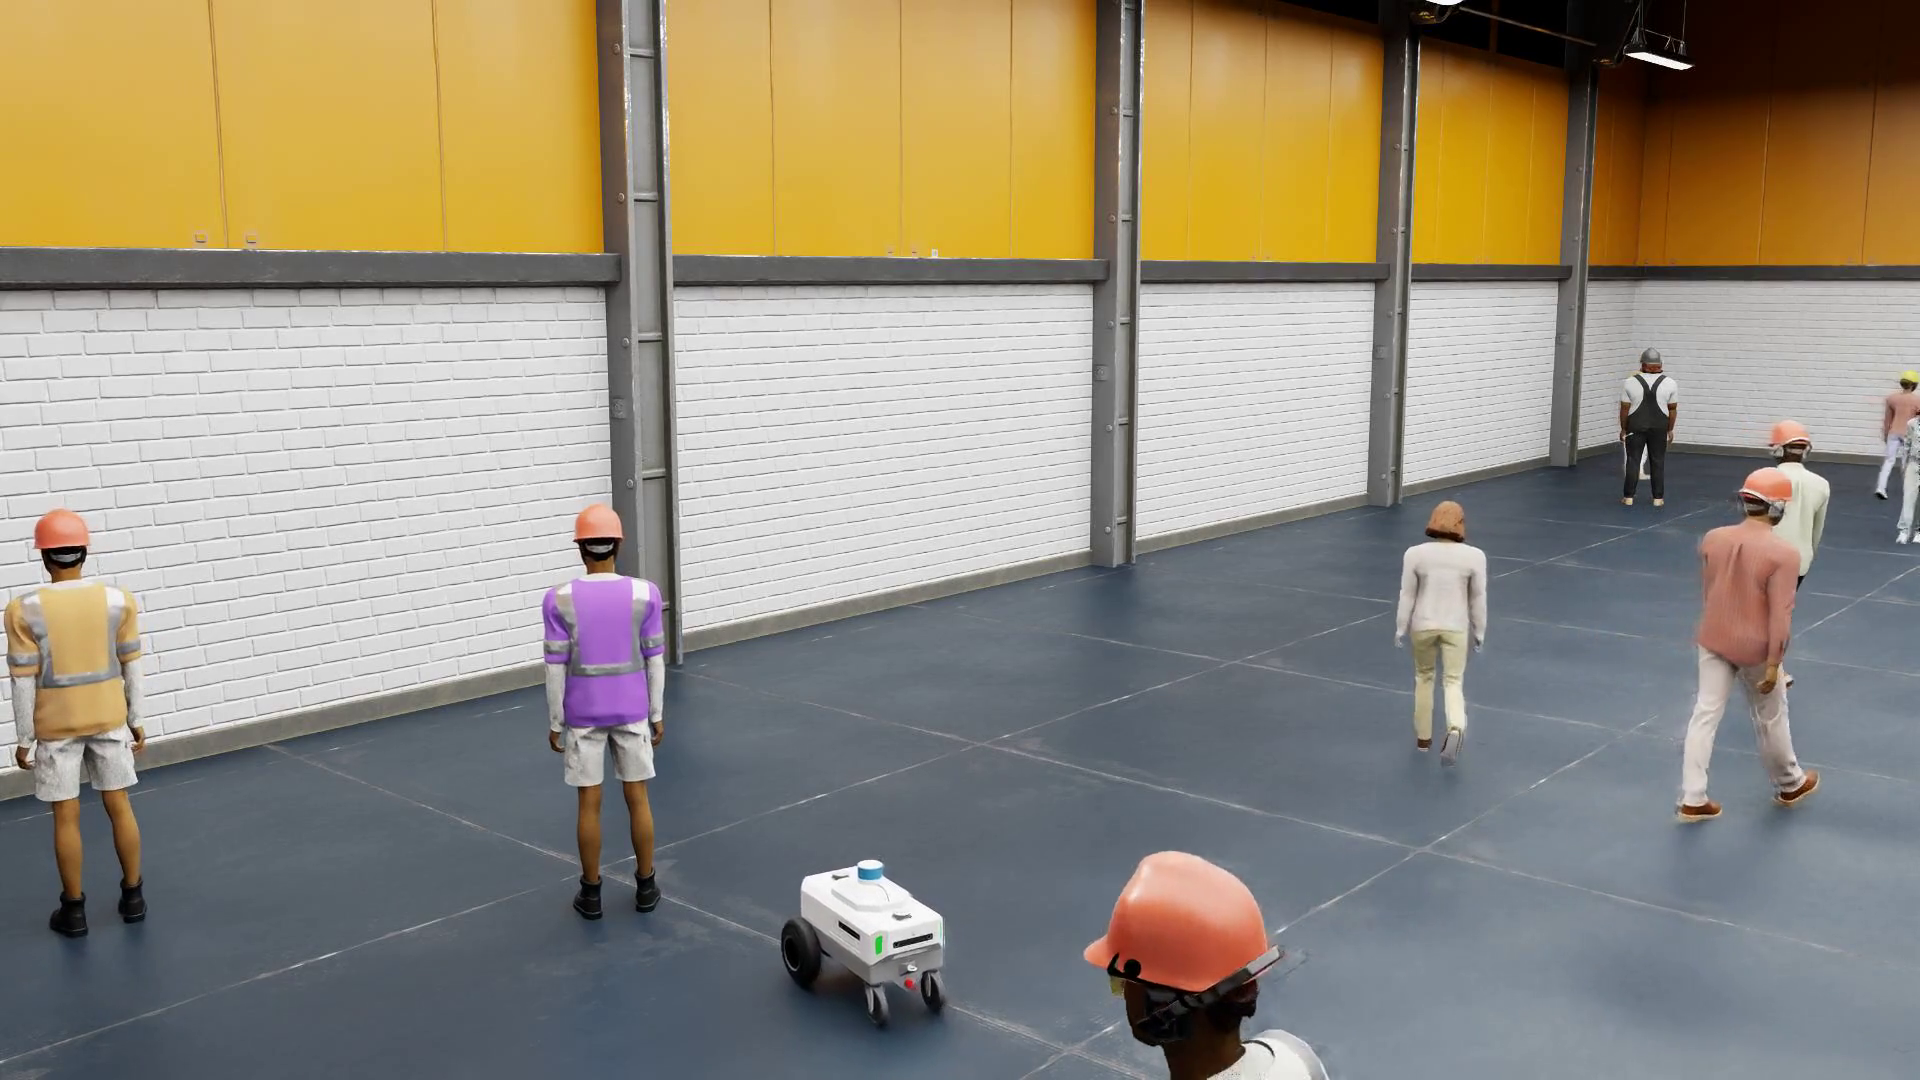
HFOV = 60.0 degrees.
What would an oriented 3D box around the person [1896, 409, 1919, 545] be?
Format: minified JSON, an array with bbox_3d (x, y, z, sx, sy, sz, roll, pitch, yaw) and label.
[{"bbox_3d":[10.584,-0.772,18.240,0.499,1.694,0.869,7,11,36],"label":"person"}]

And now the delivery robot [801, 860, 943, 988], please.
[{"bbox_3d":[-0.369,1.568,6.870,0.477,0.478,0.707,-6,11,-32],"label":"delivery robot"}]

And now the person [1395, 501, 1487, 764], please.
[{"bbox_3d":[2.941,0.566,10.181,0.536,1.602,0.673,3,9,17],"label":"person"}]

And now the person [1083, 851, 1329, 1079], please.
[{"bbox_3d":[0.414,1.521,2.839,0.473,2.029,0.630,6,11,34],"label":"person"}]

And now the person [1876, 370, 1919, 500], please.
[{"bbox_3d":[12.496,-1.392,22.079,0.883,1.728,0.532,-7,11,-37],"label":"person"}]

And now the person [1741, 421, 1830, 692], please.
[{"bbox_3d":[5.685,0.170,11.514,0.664,1.970,0.830,-1,9,-6],"label":"person"}]

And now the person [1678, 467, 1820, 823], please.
[{"bbox_3d":[4.355,0.565,9.134,1.037,1.933,0.618,-5,11,-31],"label":"person"}]

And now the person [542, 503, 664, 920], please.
[{"bbox_3d":[-1.649,0.792,7.729,0.547,1.930,0.389,-3,9,-16],"label":"person"}]

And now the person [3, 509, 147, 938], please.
[{"bbox_3d":[-3.998,0.820,7.543,0.551,1.932,0.378,-8,12,-40],"label":"person"}]

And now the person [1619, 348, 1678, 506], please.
[{"bbox_3d":[8.900,-1.465,21.559,0.688,2.000,0.539,3,9,18],"label":"person"}]

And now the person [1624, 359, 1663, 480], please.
[{"bbox_3d":[10.010,-1.792,24.383,0.433,1.810,0.756,0,9,1],"label":"person"}]
